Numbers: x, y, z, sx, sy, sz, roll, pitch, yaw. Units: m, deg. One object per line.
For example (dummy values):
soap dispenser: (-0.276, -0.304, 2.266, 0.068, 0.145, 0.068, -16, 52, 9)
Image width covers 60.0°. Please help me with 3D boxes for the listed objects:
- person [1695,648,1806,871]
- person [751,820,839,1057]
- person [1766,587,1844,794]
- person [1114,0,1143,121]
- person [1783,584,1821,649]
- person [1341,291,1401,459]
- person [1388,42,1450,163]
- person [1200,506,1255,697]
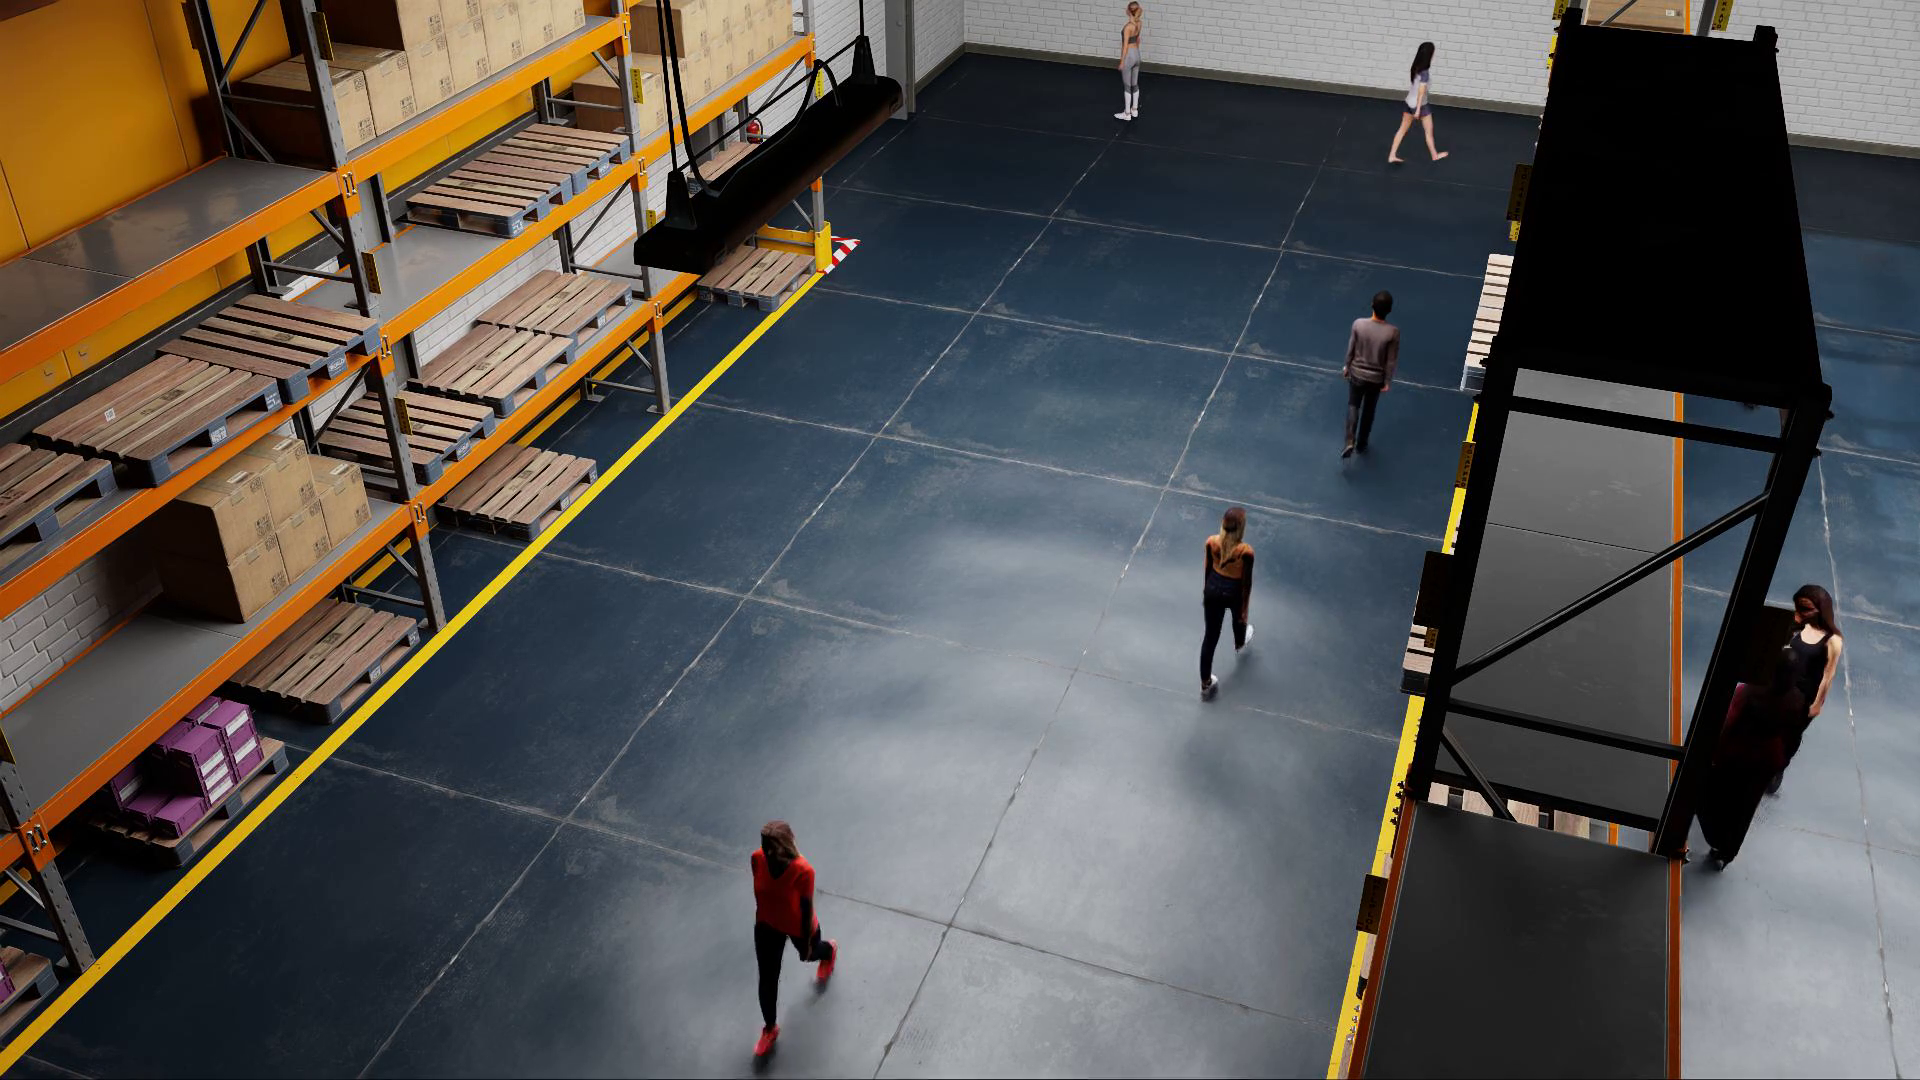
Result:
person: (5.423, 1.554, 11.394, 0.871, 1.714, 1.084, 0, 34, 0)
person: (-1.010, 2.331, 10.278, 0.579, 1.656, 1.132, 11, 35, 16)
person: (6.123, 1.103, 12.110, 0.787, 1.674, 0.728, -25, 41, -32)
person: (2.497, -7.003, 24.278, 0.700, 1.702, 0.589, 25, 41, 33)
person: (6.053, 1.014, 12.241, 0.633, 1.675, 0.569, 18, 38, 25)
person: (3.905, -1.543, 16.024, 0.882, 1.747, 0.635, 11, 35, 17)
person: (6.151, -5.926, 22.687, 1.009, 1.671, 1.086, -5, 34, -7)
person: (2.054, 0.504, 13.091, 0.734, 1.585, 1.159, 18, 37, 25)
